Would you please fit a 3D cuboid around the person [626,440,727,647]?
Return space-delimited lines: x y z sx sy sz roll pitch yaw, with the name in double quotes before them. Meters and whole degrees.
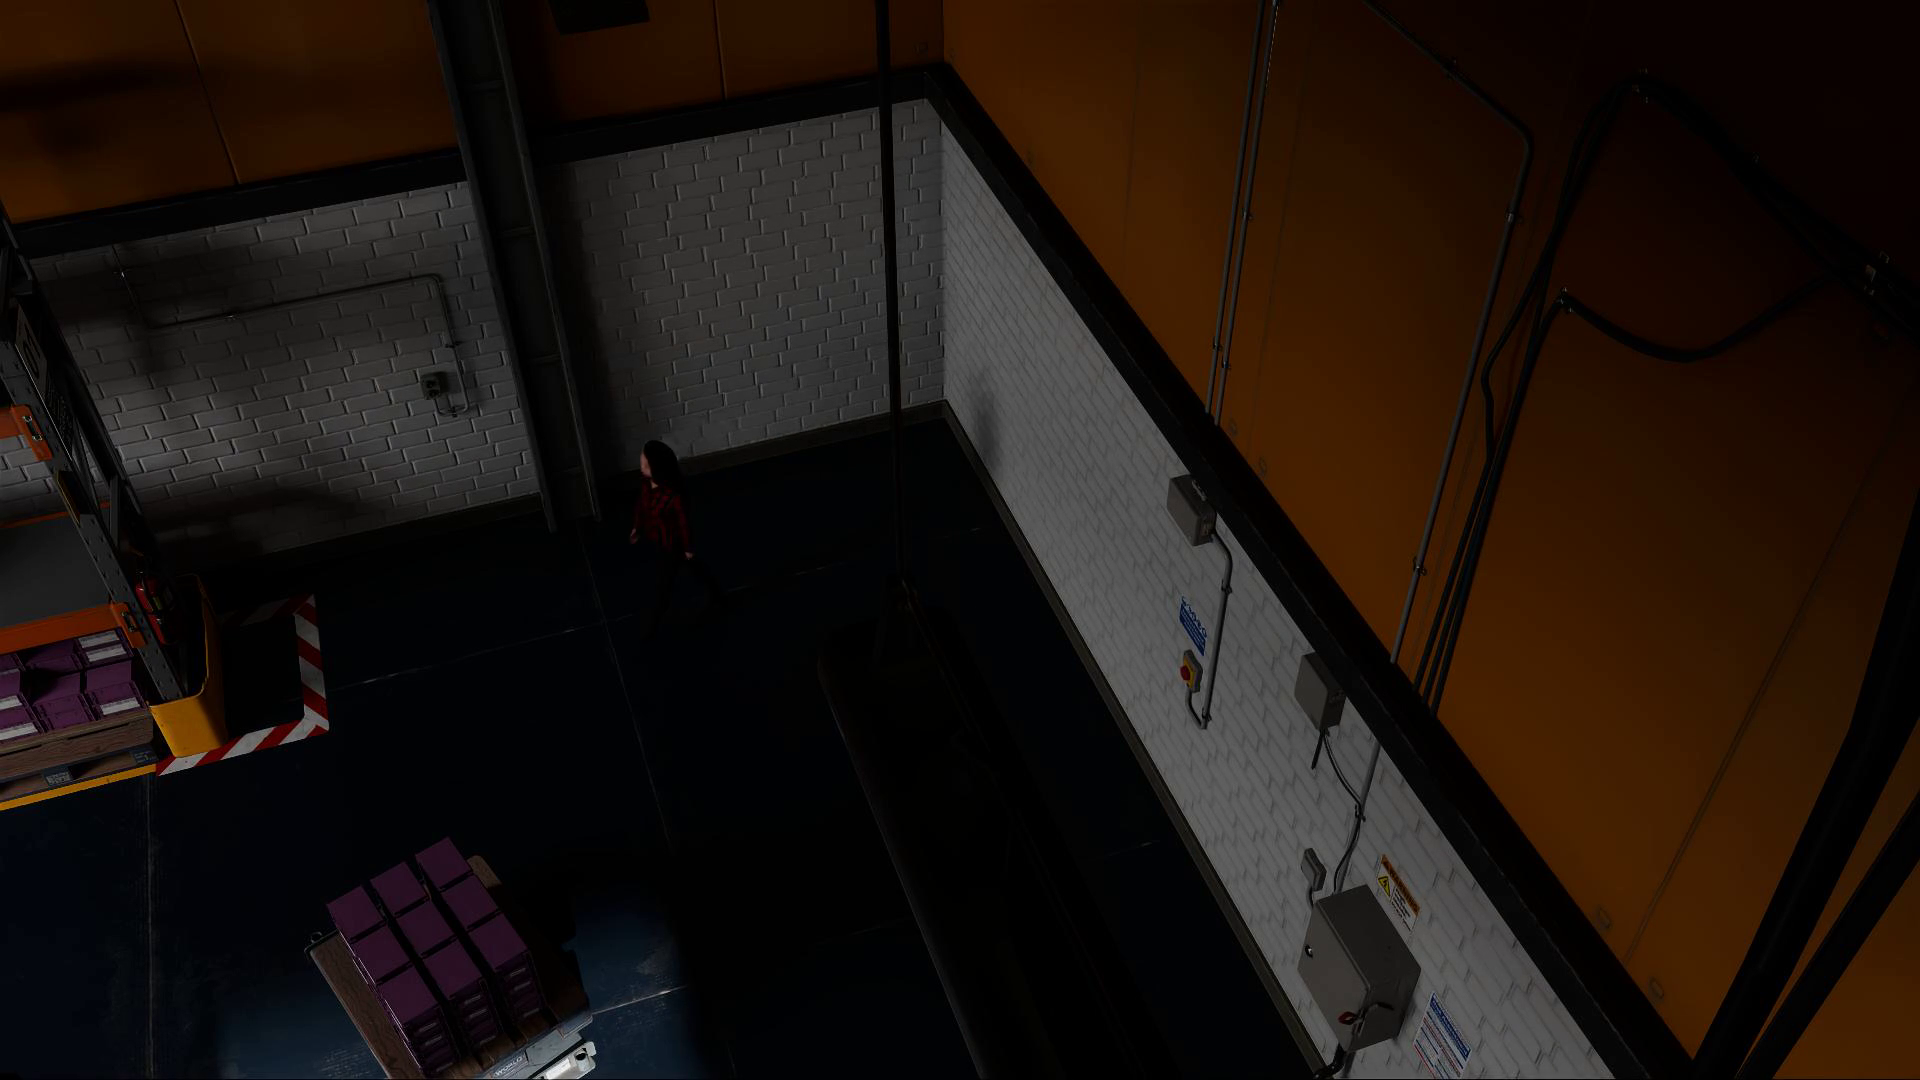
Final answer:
"person" -1.836 -0.062 11.038 1.094 1.622 0.814 -28 50 -26
